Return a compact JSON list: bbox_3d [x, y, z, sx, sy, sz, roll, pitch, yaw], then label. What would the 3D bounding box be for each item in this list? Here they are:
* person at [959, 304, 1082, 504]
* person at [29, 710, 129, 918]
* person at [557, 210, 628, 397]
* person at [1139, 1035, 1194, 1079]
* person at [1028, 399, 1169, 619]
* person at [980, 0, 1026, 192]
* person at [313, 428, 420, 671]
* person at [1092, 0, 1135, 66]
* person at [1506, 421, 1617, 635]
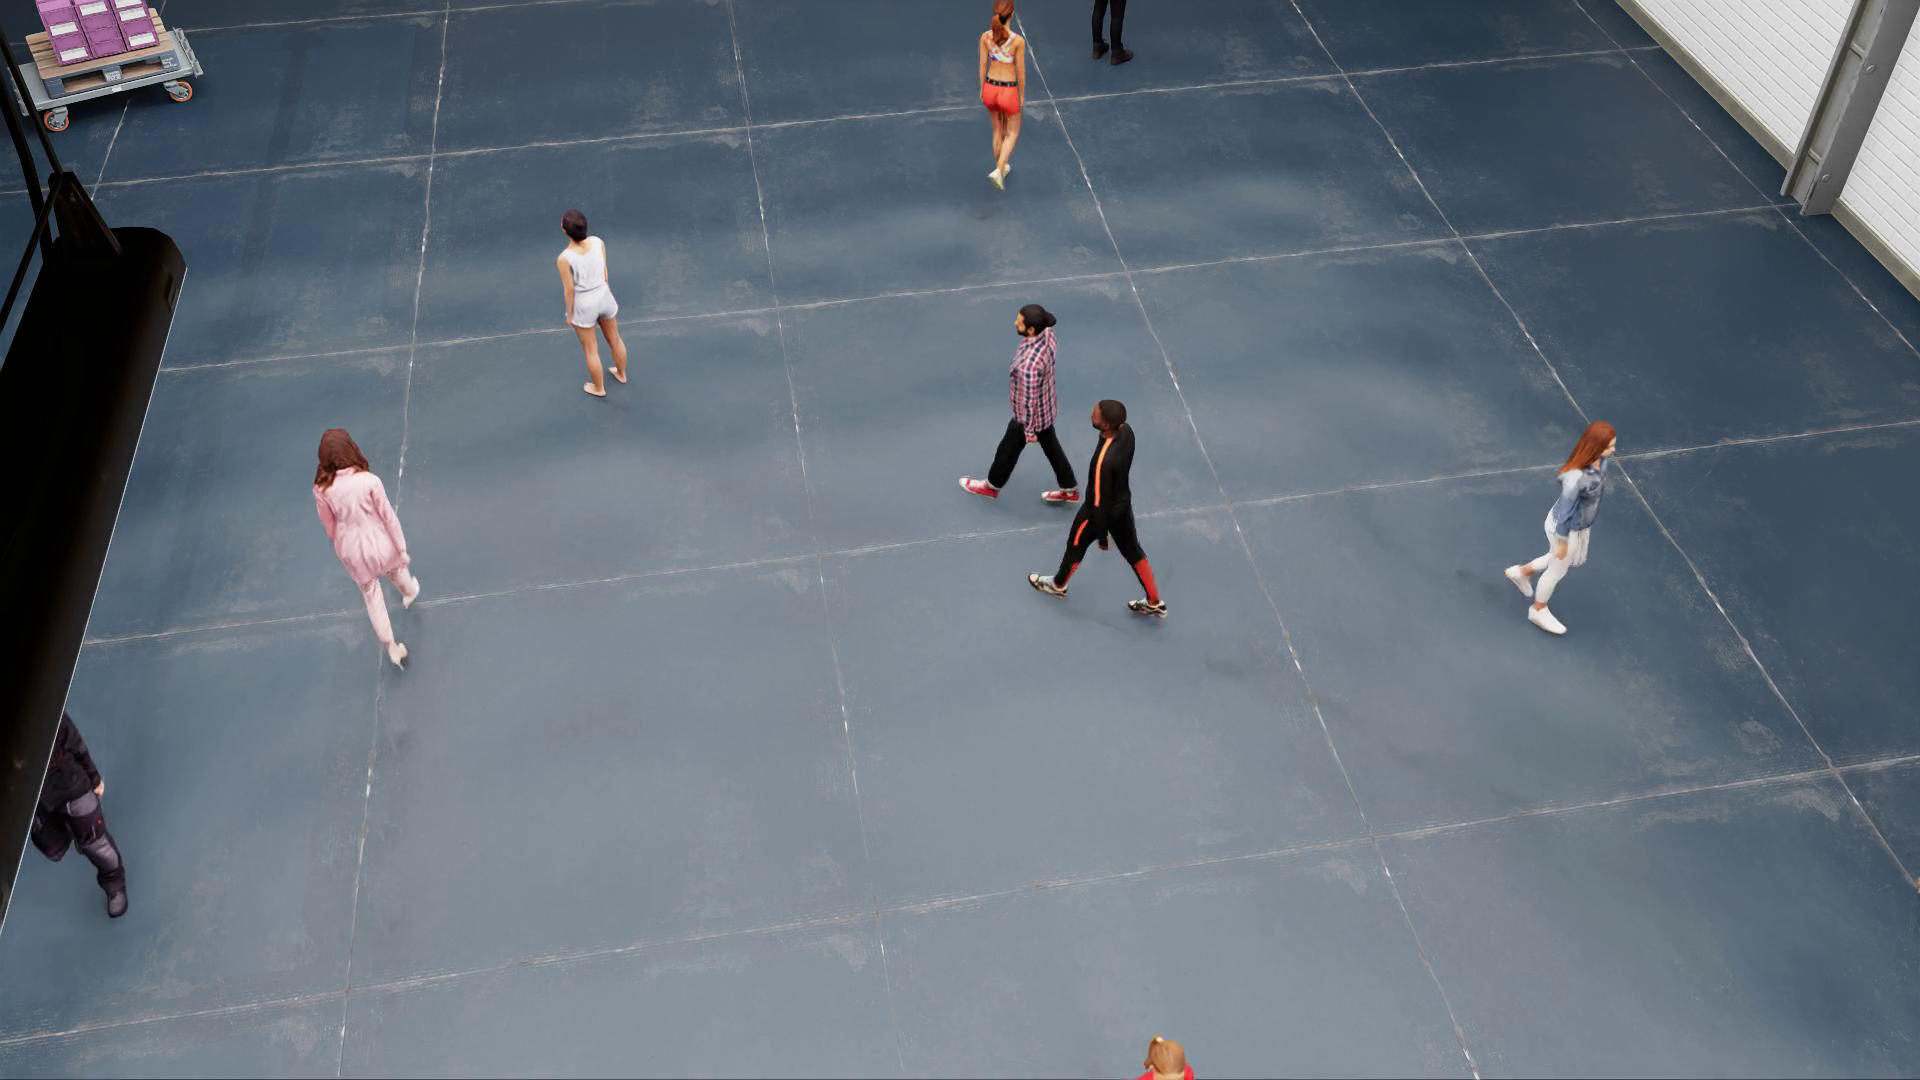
[{"bbox_3d":[0.574,-0.899,11.505,1.111,1.730,1.178,13,45,13],"label":"person"},{"bbox_3d":[-4.966,1.313,9.115,0.822,1.823,0.982,-15,46,-15],"label":"person"},{"bbox_3d":[-2.779,-1.784,12.527,0.666,1.602,0.702,-34,53,-31],"label":"person"},{"bbox_3d":[0.915,2.742,8.008,0.564,1.282,0.922,-13,45,-13],"label":"person"},{"bbox_3d":[1.041,-0.163,10.708,1.213,1.763,1.188,23,48,22],"label":"person"},{"bbox_3d":[0.347,-3.864,14.584,0.812,1.775,0.965,12,45,13],"label":"person"},{"bbox_3d":[-3.705,0.128,10.398,0.629,1.769,0.984,-7,44,-7],"label":"person"},{"bbox_3d":[1.498,-5.555,16.355,0.725,1.781,0.800,32,52,29],"label":"person"},{"bbox_3d":[3.851,-0.134,10.730,0.908,1.691,0.846,28,50,26],"label":"person"}]
